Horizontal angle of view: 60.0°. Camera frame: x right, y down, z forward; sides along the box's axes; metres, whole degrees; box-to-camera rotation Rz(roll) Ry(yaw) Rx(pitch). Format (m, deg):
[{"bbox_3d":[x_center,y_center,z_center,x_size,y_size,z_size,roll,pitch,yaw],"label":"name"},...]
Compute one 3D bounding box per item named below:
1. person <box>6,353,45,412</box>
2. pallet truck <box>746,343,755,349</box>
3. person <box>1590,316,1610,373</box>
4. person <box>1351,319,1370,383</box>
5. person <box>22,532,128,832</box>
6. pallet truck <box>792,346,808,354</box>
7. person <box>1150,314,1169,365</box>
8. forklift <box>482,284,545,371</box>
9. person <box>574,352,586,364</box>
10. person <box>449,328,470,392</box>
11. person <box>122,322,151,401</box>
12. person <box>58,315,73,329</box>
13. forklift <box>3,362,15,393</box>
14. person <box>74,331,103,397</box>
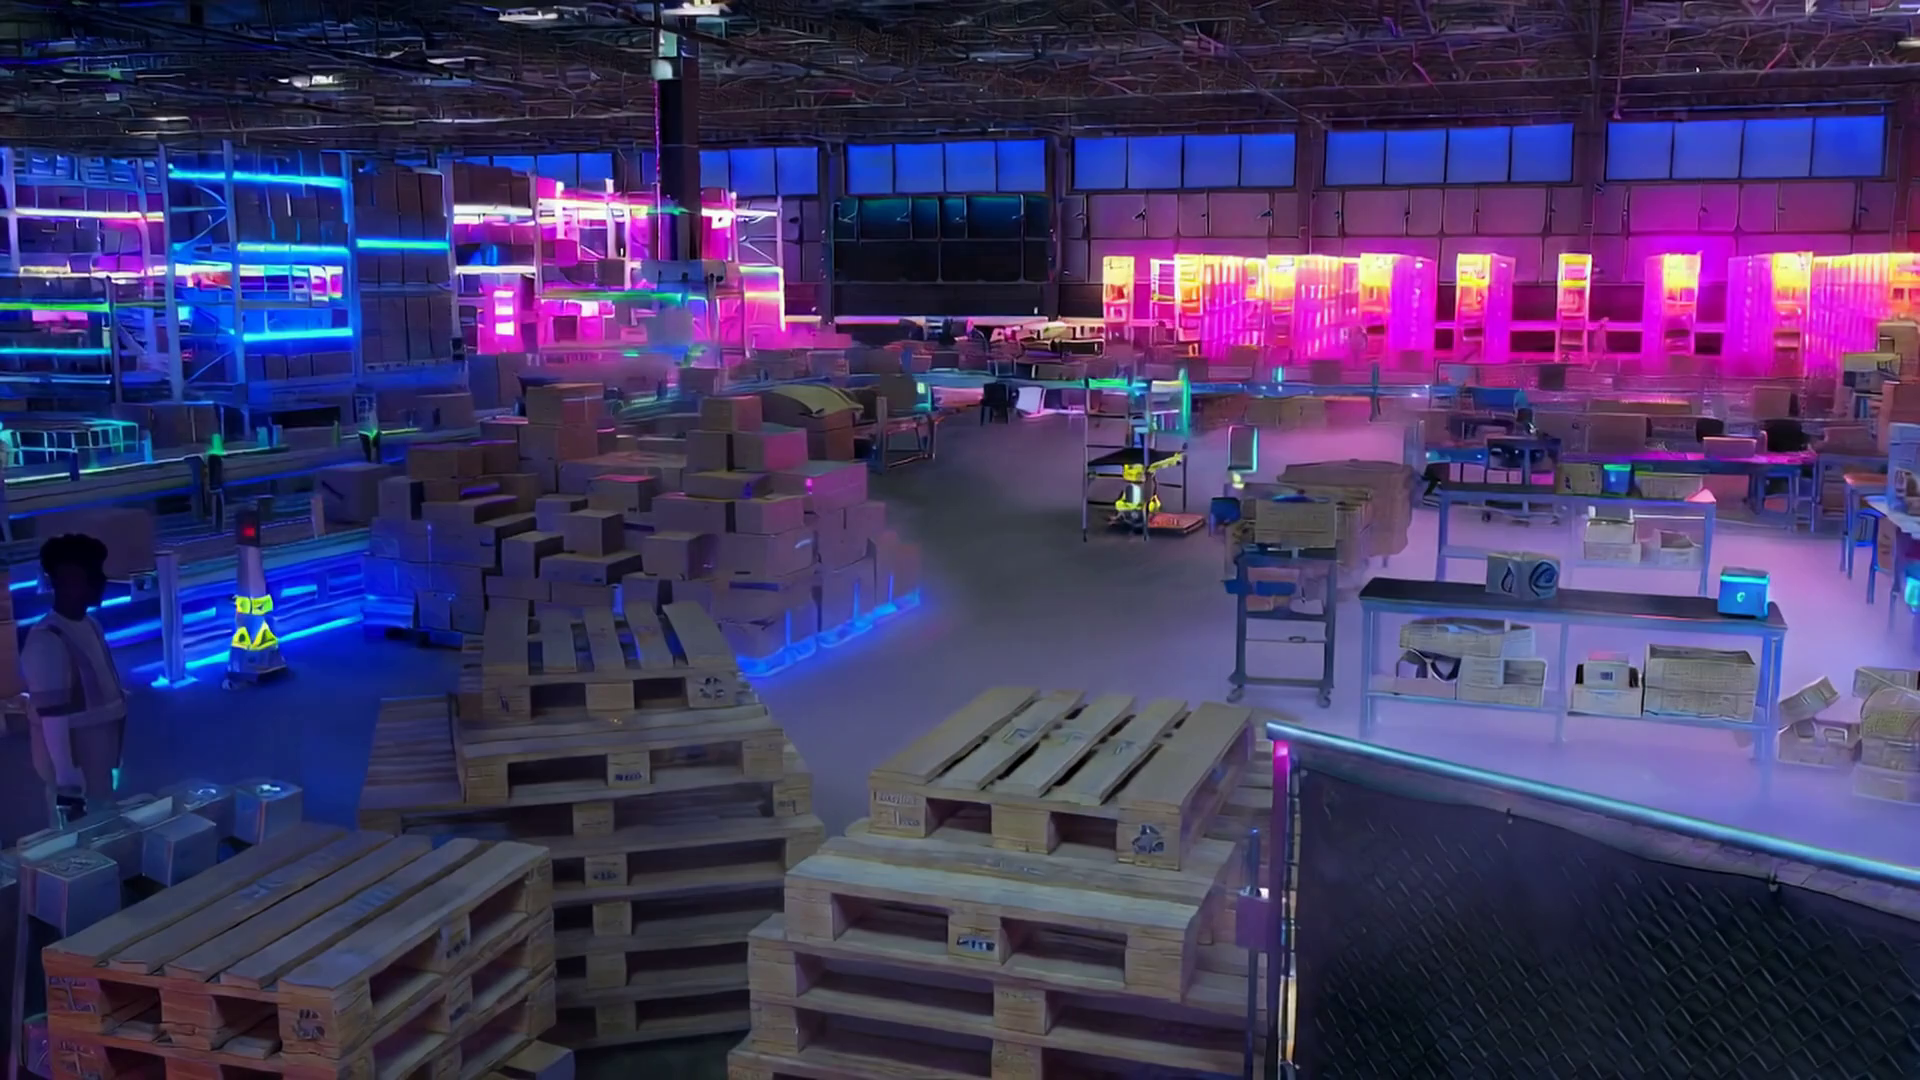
[{"bbox_3d":[-15.309,-2.172,27.118,0.628,1.791,0.876,2,9,10],"label":"person"},{"bbox_3d":[-6.183,-4.618,44.264,1.601,1.201,0.680,-9,12,-43],"label":"pallet truck"},{"bbox_3d":[19.152,-5.731,49.403,0.873,1.807,0.584,5,10,29],"label":"person"},{"bbox_3d":[10.136,-4.644,42.245,0.630,1.924,0.572,-8,12,-40],"label":"person"},{"bbox_3d":[-3.728,0.936,7.074,0.361,1.963,0.614,-2,9,-14],"label":"person"},{"bbox_3d":[-3.705,-4.298,42.022,0.653,1.274,1.630,3,10,20],"label":"pallet truck"},{"bbox_3d":[6.399,-6.313,53.167,0.911,1.795,0.599,2,9,12],"label":"person"},{"bbox_3d":[-10.832,-4.702,39.610,1.129,2.768,1.873,3,10,20],"label":"forklift"},{"bbox_3d":[-8.629,-3.794,37.467,0.555,1.752,0.527,-6,11,-33],"label":"person"},{"bbox_3d":[-12.971,-4.685,43.277,0.548,1.670,0.693,2,9,14],"label":"person"},{"bbox_3d":[-19.847,-4.257,39.872,0.543,1.915,0.742,5,10,26],"label":"person"},{"bbox_3d":[-25.020,-5.330,46.576,0.629,1.926,0.427,6,11,34],"label":"person"},{"bbox_3d":[-21.415,-4.221,36.592,1.873,2.768,1.129,-5,11,-30],"label":"forklift"},{"bbox_3d":[-21.590,-4.330,41.064,0.530,1.673,0.751,4,10,25],"label":"person"}]
